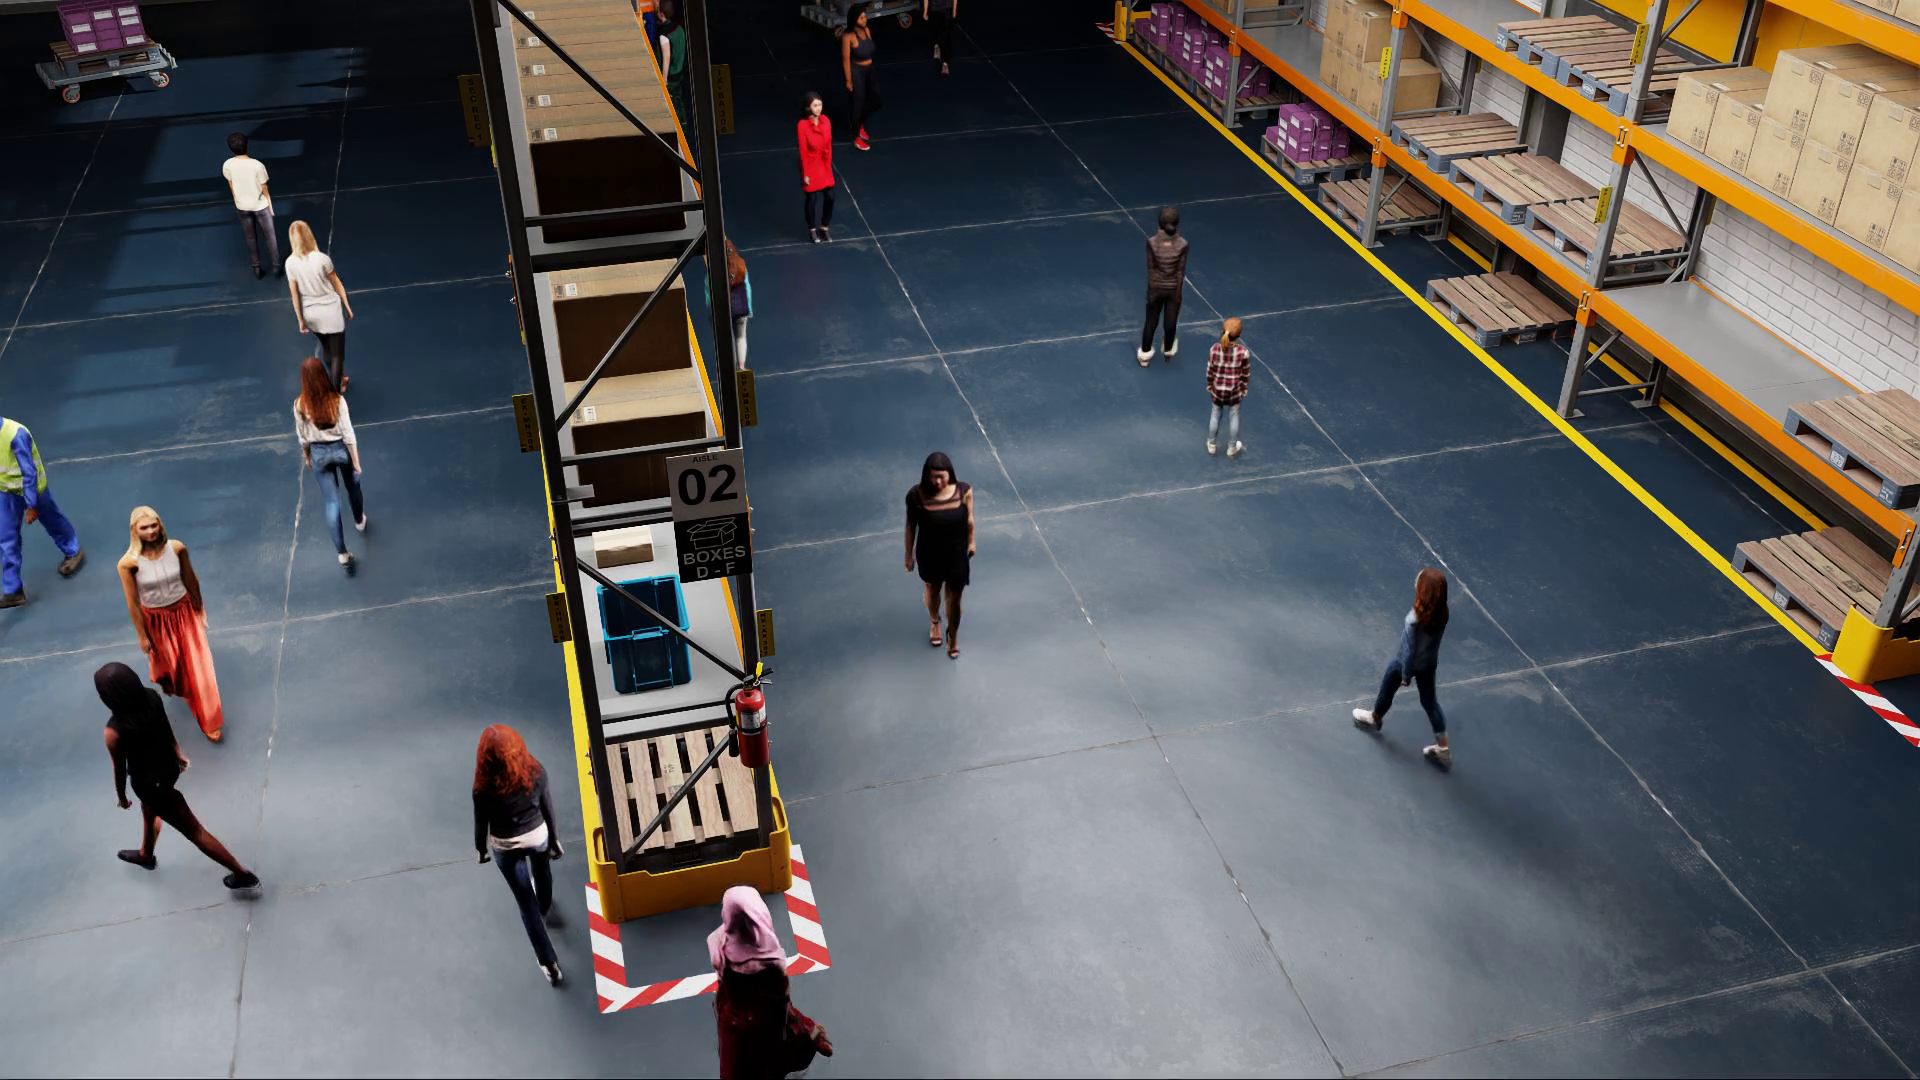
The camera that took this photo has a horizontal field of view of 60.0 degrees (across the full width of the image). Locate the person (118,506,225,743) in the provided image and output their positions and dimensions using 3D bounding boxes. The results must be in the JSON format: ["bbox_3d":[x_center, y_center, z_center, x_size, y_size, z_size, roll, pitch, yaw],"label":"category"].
[{"bbox_3d":[-5.378,0.527,11.248,0.911,1.786,1.082,-28,42,-35],"label":"person"}]

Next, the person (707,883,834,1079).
[{"bbox_3d":[-1.088,2.458,8.491,1.075,1.623,1.180,15,36,21],"label":"person"}]

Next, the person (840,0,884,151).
[{"bbox_3d":[-1.309,-5.796,20.745,0.881,1.803,0.835,24,41,32],"label":"person"}]

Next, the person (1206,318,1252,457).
[{"bbox_3d":[2.329,-1.338,14.488,0.620,1.305,0.659,10,35,15],"label":"person"}]

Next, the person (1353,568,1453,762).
[{"bbox_3d":[3.111,0.839,11.081,0.786,1.451,1.068,-21,39,-29],"label":"person"}]

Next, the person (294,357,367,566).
[{"bbox_3d":[-4.921,-0.596,13.022,0.588,1.693,1.093,-8,34,-11],"label":"person"}]

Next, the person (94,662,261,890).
[{"bbox_3d":[-4.691,1.477,9.910,1.021,1.685,1.243,6,34,9],"label":"person"}]

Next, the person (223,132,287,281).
[{"bbox_3d":[-7.439,-3.506,17.498,0.611,1.584,0.525,-4,34,-5],"label":"person"}]

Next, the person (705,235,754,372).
[{"bbox_3d":[-2.124,-2.101,15.462,0.575,1.497,0.583,-9,35,-13],"label":"person"}]

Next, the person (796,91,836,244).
[{"bbox_3d":[-1.642,-4.080,18.226,0.716,1.733,0.749,-21,39,-28],"label":"person"}]

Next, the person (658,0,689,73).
[{"bbox_3d":[-4.137,-7.505,23.270,0.902,1.853,0.828,14,36,20],"label":"person"}]

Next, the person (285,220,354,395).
[{"bbox_3d":[-5.738,-1.956,14.979,0.779,1.791,1.207,-1,34,-2],"label":"person"}]

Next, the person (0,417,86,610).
[{"bbox_3d":[-7.090,-0.407,12.674,0.986,1.763,1.296,4,34,7],"label":"person"}]

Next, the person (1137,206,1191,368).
[{"bbox_3d":[1.947,-2.424,15.802,0.695,1.659,0.810,-1,34,-1],"label":"person"}]

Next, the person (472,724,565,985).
[{"bbox_3d":[-2.440,1.799,9.353,0.751,1.766,1.056,-16,37,-22],"label":"person"}]

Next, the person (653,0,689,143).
[{"bbox_3d":[-3.617,-5.820,20.746,0.799,1.843,0.692,7,34,10],"label":"person"}]

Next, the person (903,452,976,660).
[{"bbox_3d":[-0.148,0.052,12.038,0.736,1.704,0.715,-3,34,-4],"label":"person"}]

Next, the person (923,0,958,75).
[{"bbox_3d":[-0.272,-7.488,23.354,0.885,1.734,1.193,1,34,2],"label":"person"}]
